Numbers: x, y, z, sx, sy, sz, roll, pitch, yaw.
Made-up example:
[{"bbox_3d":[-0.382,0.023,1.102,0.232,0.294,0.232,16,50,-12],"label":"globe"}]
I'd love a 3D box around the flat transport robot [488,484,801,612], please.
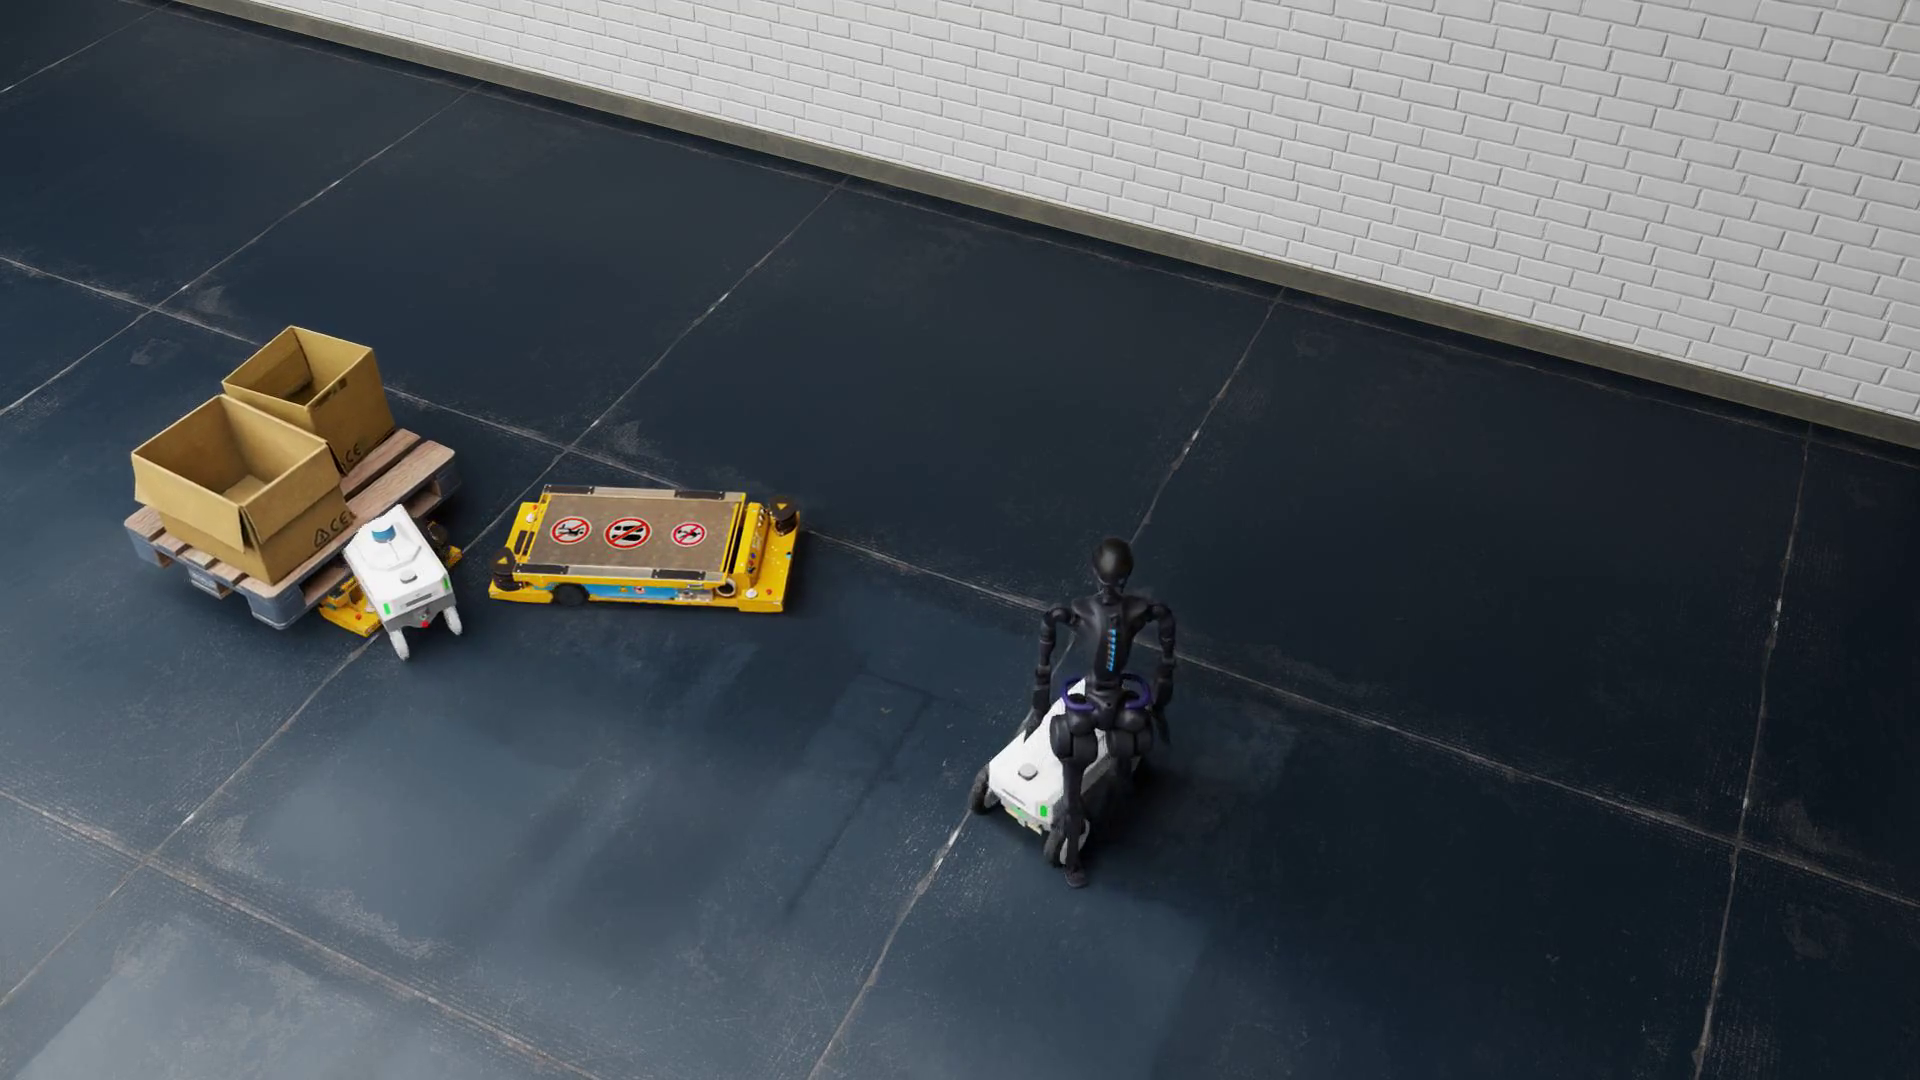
[{"bbox_3d":[-1.543,0.042,8.210,1.431,0.231,0.659,2,43,3],"label":"flat transport robot"}]

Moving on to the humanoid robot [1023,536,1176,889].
[{"bbox_3d":[0.547,0.683,6.488,0.589,1.635,0.477,-4,43,-4],"label":"humanoid robot"}]

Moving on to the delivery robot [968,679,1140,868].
[{"bbox_3d":[0.430,0.951,7.031,0.499,0.612,0.805,31,51,29],"label":"delivery robot"}]

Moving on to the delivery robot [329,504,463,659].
[{"bbox_3d":[-2.691,0.135,7.906,0.499,0.603,0.794,-25,49,-25],"label":"delivery robot"}]

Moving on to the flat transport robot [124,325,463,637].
[{"bbox_3d":[-3.250,-0.021,8.278,1.431,0.231,0.659,22,47,22],"label":"flat transport robot"}]
